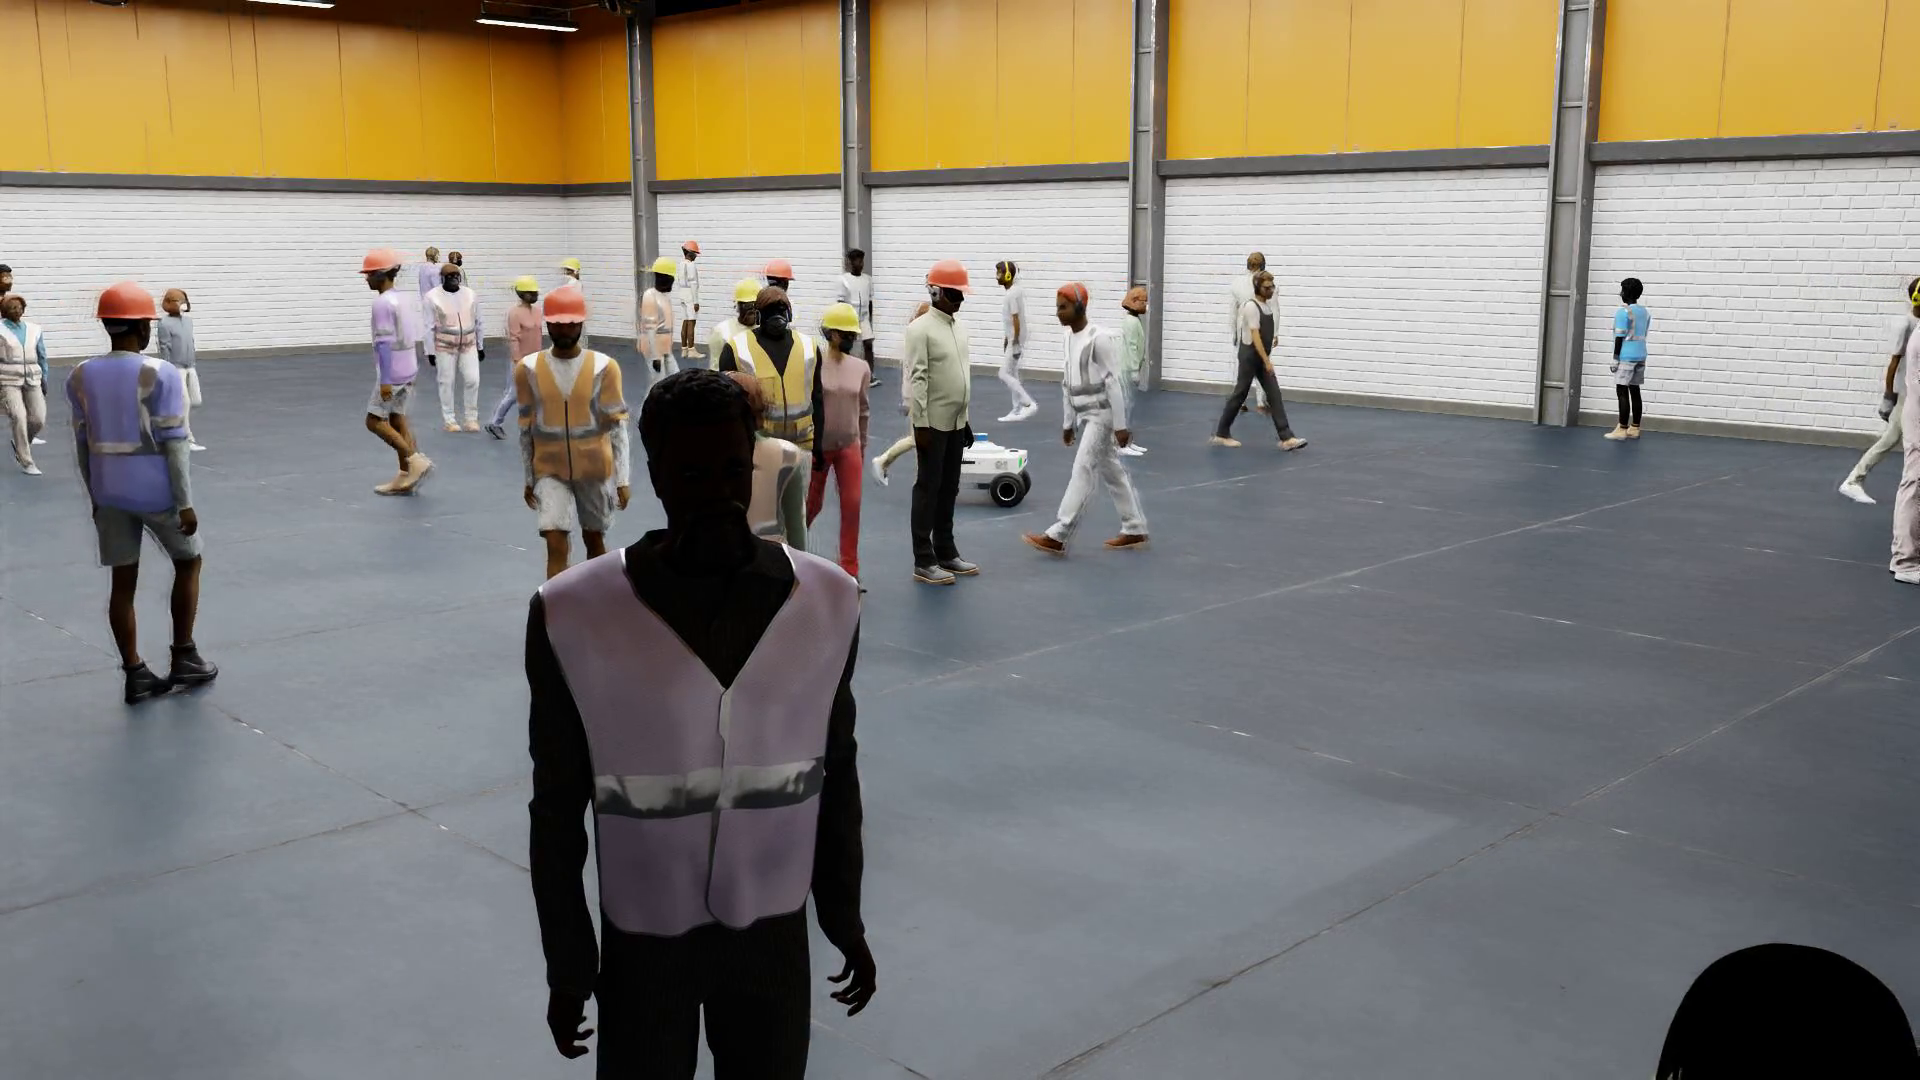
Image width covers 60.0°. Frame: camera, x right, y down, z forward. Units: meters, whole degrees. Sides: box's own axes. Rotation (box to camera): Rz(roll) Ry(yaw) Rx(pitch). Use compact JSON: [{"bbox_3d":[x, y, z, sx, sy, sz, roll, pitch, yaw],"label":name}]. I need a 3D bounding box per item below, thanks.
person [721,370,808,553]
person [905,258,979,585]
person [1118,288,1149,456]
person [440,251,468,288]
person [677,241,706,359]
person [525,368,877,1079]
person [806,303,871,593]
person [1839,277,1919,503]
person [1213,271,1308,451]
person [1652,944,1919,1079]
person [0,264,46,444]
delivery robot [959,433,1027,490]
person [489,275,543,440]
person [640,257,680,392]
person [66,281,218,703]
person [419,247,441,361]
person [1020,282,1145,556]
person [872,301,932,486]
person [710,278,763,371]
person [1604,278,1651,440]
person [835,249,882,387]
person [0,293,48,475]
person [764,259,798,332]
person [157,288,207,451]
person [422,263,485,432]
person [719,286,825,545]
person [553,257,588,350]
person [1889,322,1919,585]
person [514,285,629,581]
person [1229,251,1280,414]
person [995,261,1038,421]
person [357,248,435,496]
[{"bbox_3d":[-0.846,0.169,6.360,0.520,1.629,0.367,-6,12,-31],"label":"person"},{"bbox_3d":[-0.103,-0.733,10.279,0.384,1.991,0.609,6,12,28],"label":"person"},{"bbox_3d":[1.688,-1.635,16.197,0.292,1.623,0.501,2,11,10],"label":"person"},{"bbox_3d":[-9.130,-4.302,30.162,0.619,1.840,0.430,8,13,37],"label":"person"},{"bbox_3d":[-4.664,-4.159,28.838,0.388,2.036,0.605,-6,12,-31],"label":"person"},{"bbox_3d":[-0.436,0.663,2.867,0.587,1.918,0.391,-5,12,-26],"label":"person"},{"bbox_3d":[-0.806,-0.582,10.148,0.530,1.732,0.778,-6,12,-28],"label":"person"},{"bbox_3d":[7.412,-1.148,13.009,0.536,1.830,0.959,-9,13,-39],"label":"person"},{"bbox_3d":[2.957,-1.766,16.506,0.995,1.789,0.496,8,13,38],"label":"person"},{"bbox_3d":[0.485,1.076,1.102,0.483,1.738,0.313,0,10,-1],"label":"person"},{"bbox_3d":[-9.752,-1.872,16.884,0.635,1.854,0.519,-1,10,-4],"label":"person"},{"bbox_3d":[0.173,-0.610,13.266,0.707,0.478,0.477,1,10,8],"label":"delivery robot"},{"bbox_3d":[-4.533,-1.874,17.230,0.879,1.732,0.538,5,11,25],"label":"person"},{"bbox_3d":[-3.063,-1.945,17.112,0.430,1.909,0.603,2,11,11],"label":"person"},{"bbox_3d":[-3.756,-0.230,7.719,0.570,1.919,0.649,1,10,4],"label":"person"},{"bbox_3d":[-9.017,-4.035,28.427,0.351,1.936,0.634,-9,13,-39],"label":"person"},{"bbox_3d":[0.850,-0.801,11.142,0.948,1.818,0.597,-3,11,-15],"label":"person"},{"bbox_3d":[-0.360,-1.170,13.712,0.633,1.605,0.534,6,12,31],"label":"person"},{"bbox_3d":[-1.523,-1.017,12.301,0.626,1.812,0.641,-4,11,-19],"label":"person"},{"bbox_3d":[6.998,-1.889,17.403,0.530,1.693,0.319,-8,13,-39],"label":"person"},{"bbox_3d":[-1.430,-3.094,23.301,0.609,1.925,0.937,-5,12,-26],"label":"person"},{"bbox_3d":[-8.463,-1.400,14.920,0.568,1.625,0.519,7,13,34],"label":"person"},{"bbox_3d":[-1.668,-1.616,15.300,0.404,1.919,0.551,-10,14,-43],"label":"person"},{"bbox_3d":[-7.785,-1.688,16.507,0.523,1.619,0.504,2,11,13],"label":"person"},{"bbox_3d":[-5.436,-2.058,17.939,0.672,1.830,0.615,-7,13,-35],"label":"person"},{"bbox_3d":[-1.070,-0.541,9.638,0.625,1.844,0.429,-5,11,-23],"label":"person"},{"bbox_3d":[-6.024,-3.428,25.503,0.839,1.805,0.599,-10,15,-44],"label":"person"},{"bbox_3d":[5.993,-0.676,10.209,0.399,1.905,0.643,5,12,28],"label":"person"},{"bbox_3d":[-1.989,-0.364,8.582,0.567,1.882,1.012,-2,11,-9],"label":"person"},{"bbox_3d":[3.528,-2.478,19.934,0.632,1.940,0.372,6,12,30],"label":"person"},{"bbox_3d":[0.602,-2.252,18.963,0.403,1.846,0.576,1,10,5],"label":"person"},{"bbox_3d":[-4.640,-1.353,13.555,0.452,2.025,0.642,0,10,-2],"label":"person"}]
